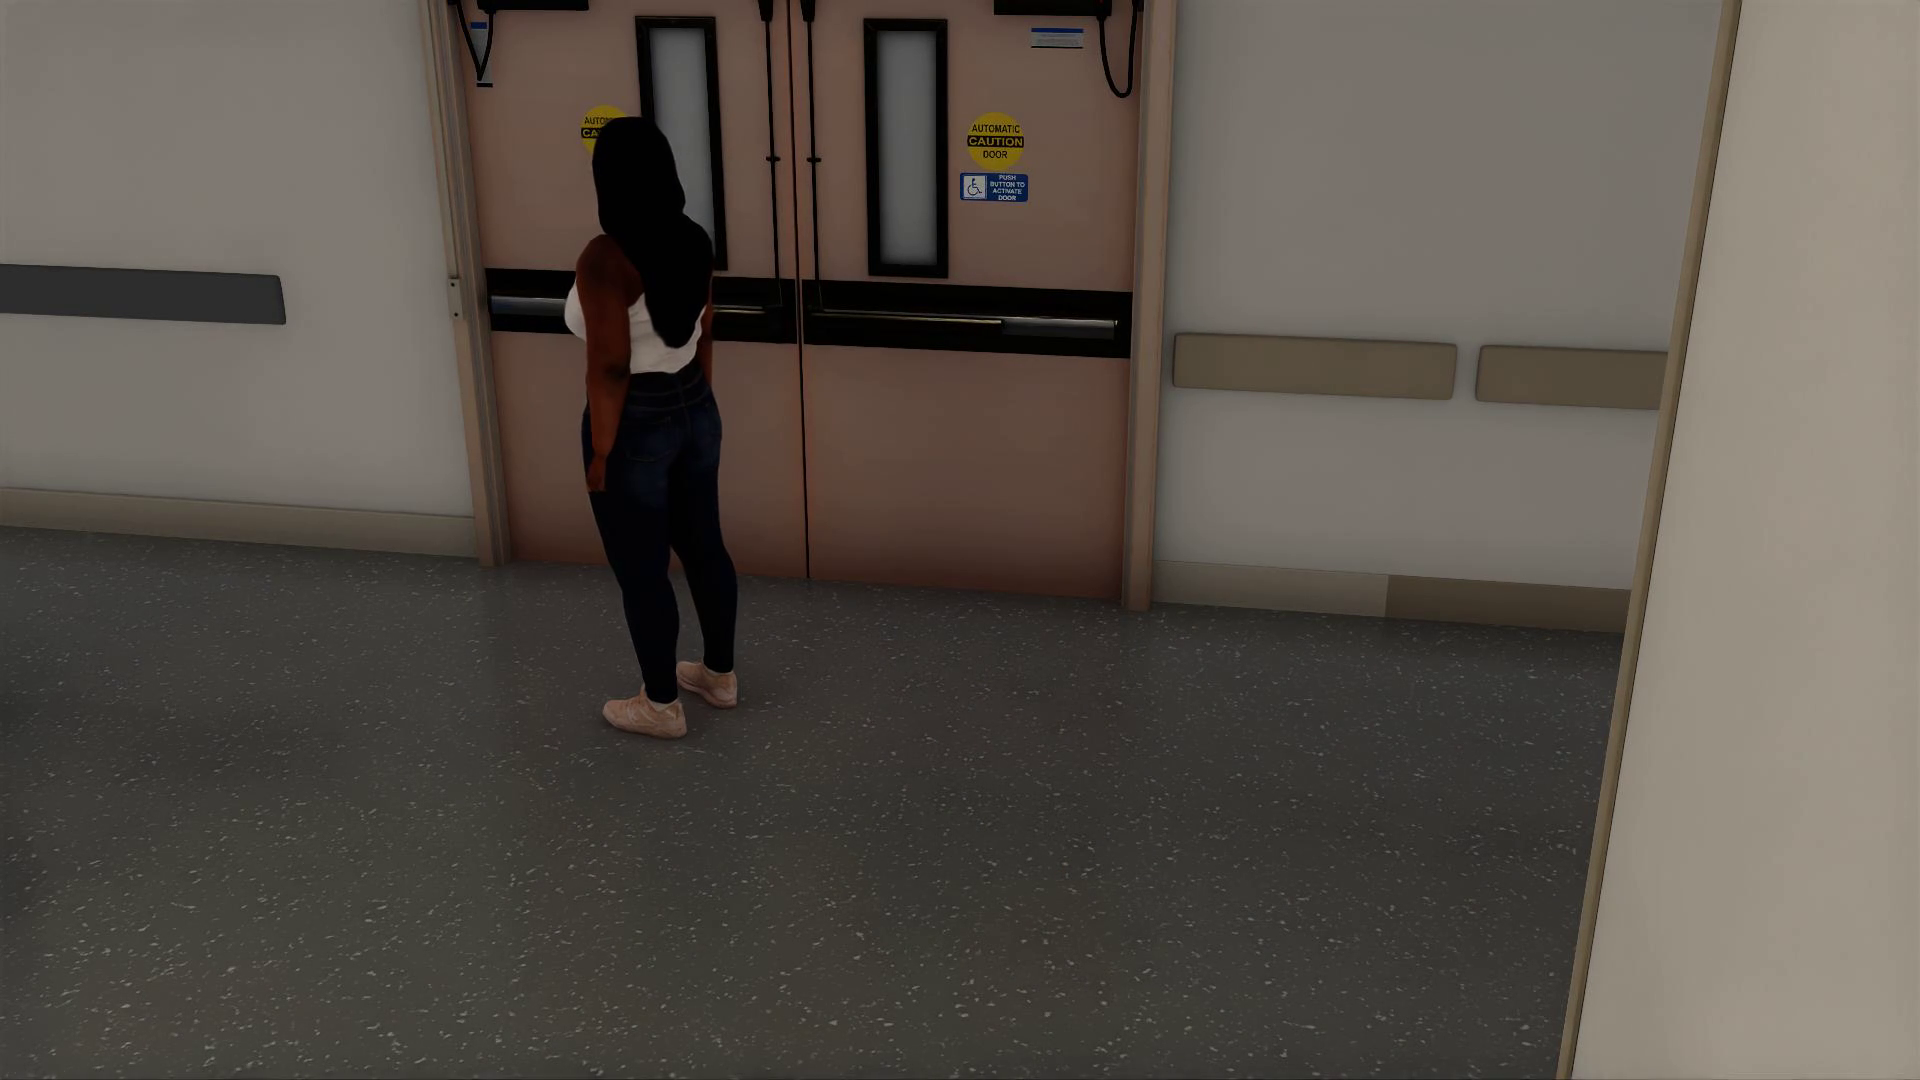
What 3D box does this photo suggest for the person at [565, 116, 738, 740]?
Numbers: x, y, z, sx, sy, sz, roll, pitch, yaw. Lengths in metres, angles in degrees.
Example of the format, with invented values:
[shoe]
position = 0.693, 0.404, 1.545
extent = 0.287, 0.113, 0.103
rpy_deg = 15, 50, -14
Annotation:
[person]
position = -0.879, -0.305, 4.833
extent = 0.748, 1.809, 0.734
rpy_deg = 15, 25, 33
